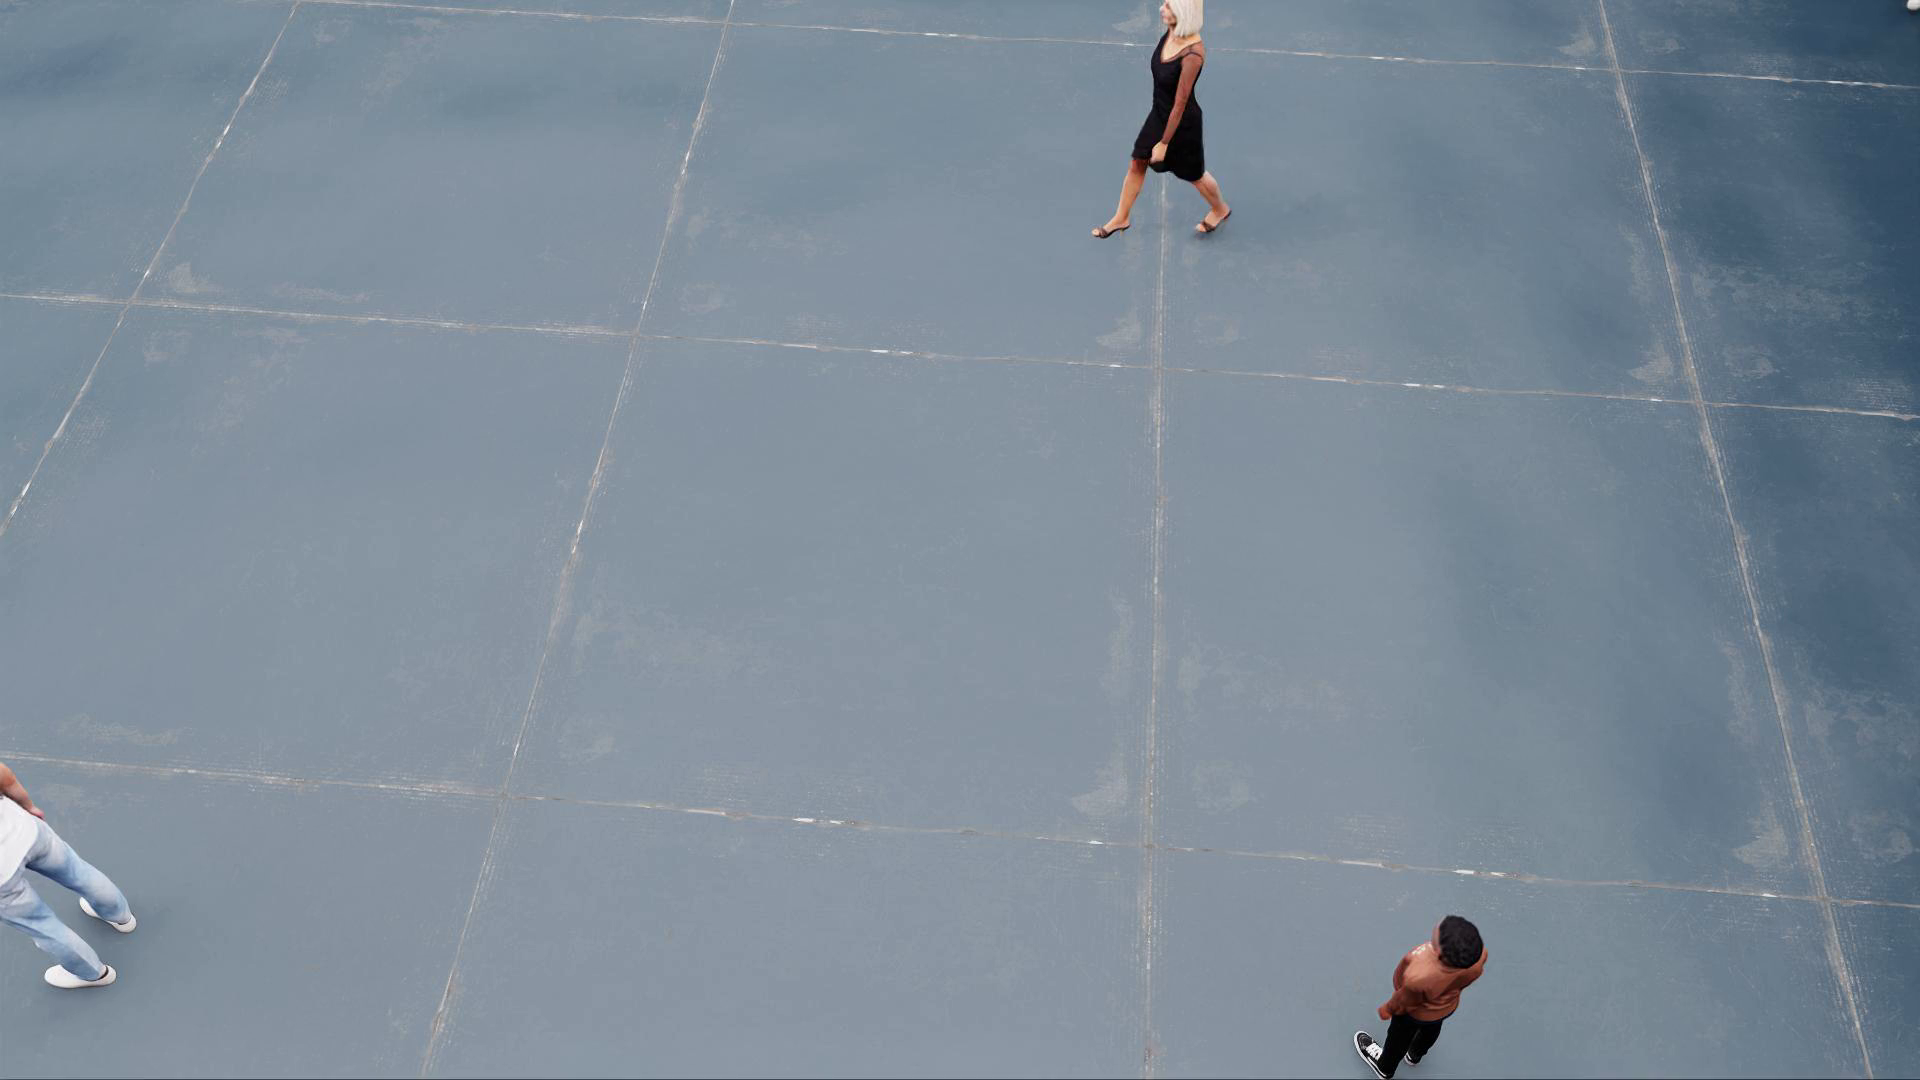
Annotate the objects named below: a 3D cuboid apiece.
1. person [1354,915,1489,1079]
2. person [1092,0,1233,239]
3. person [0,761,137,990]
[{"bbox_3d":[1.812,1.783,6.459,0.543,1.256,0.650,-19,55,-14],"label":"person"},{"bbox_3d":[1.300,-2.341,9.369,1.135,1.703,0.834,-10,53,-8],"label":"person"},{"bbox_3d":[-3.742,1.233,6.509,0.595,1.850,0.680,10,53,8],"label":"person"}]
